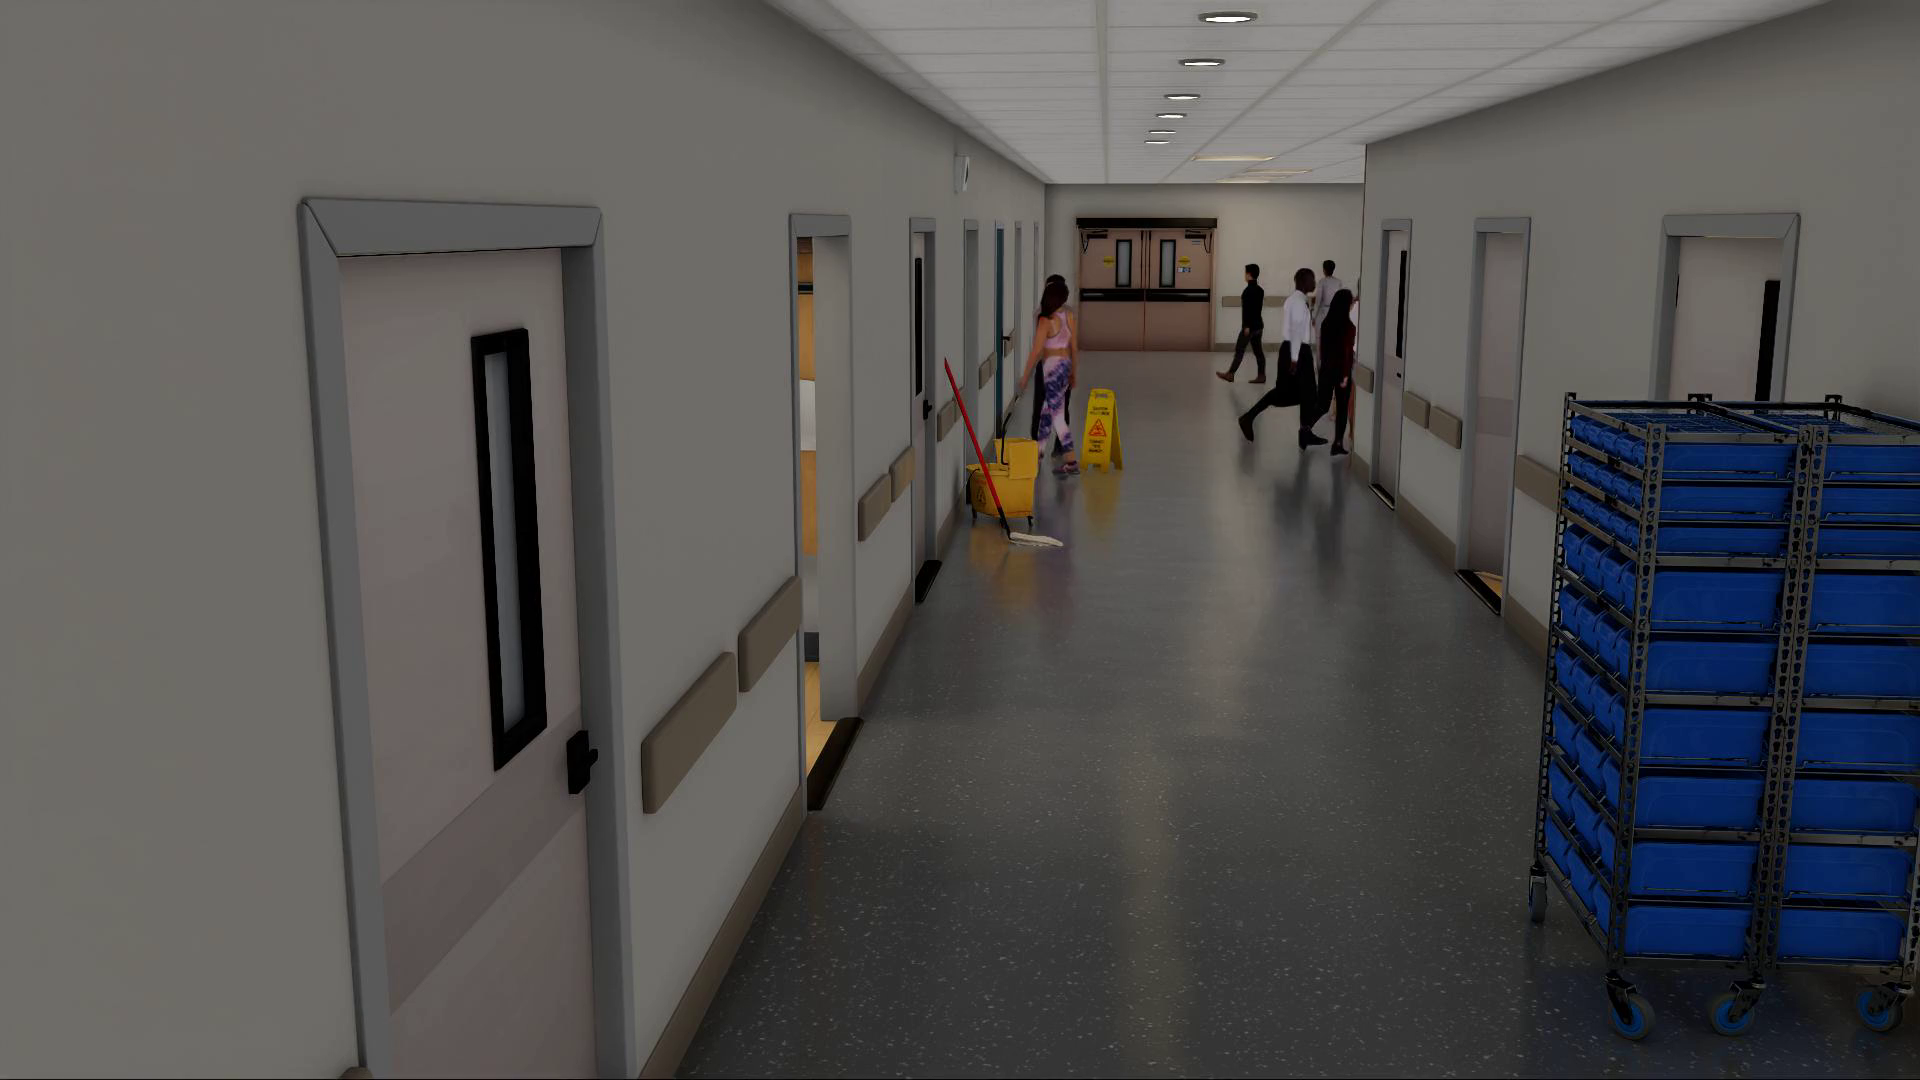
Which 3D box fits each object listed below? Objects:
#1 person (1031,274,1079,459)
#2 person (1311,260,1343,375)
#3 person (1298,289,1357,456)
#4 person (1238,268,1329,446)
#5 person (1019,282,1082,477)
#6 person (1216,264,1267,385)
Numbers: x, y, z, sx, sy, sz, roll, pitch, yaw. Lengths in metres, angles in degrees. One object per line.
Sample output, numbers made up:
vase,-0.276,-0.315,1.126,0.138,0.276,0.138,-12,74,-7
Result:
person,0.966,-1.669,16.173,0.787,1.781,0.998,5,12,23
person,5.662,-3.444,25.643,0.715,1.737,0.709,-5,12,-24
person,3.594,-1.593,16.179,1.045,1.629,0.978,-9,14,-40
person,3.329,-1.842,17.023,0.867,1.803,1.150,-1,11,-4
person,0.944,-1.437,15.073,1.041,1.734,1.022,9,14,38
person,4.209,-3.045,23.638,1.066,1.700,1.053,9,14,40
